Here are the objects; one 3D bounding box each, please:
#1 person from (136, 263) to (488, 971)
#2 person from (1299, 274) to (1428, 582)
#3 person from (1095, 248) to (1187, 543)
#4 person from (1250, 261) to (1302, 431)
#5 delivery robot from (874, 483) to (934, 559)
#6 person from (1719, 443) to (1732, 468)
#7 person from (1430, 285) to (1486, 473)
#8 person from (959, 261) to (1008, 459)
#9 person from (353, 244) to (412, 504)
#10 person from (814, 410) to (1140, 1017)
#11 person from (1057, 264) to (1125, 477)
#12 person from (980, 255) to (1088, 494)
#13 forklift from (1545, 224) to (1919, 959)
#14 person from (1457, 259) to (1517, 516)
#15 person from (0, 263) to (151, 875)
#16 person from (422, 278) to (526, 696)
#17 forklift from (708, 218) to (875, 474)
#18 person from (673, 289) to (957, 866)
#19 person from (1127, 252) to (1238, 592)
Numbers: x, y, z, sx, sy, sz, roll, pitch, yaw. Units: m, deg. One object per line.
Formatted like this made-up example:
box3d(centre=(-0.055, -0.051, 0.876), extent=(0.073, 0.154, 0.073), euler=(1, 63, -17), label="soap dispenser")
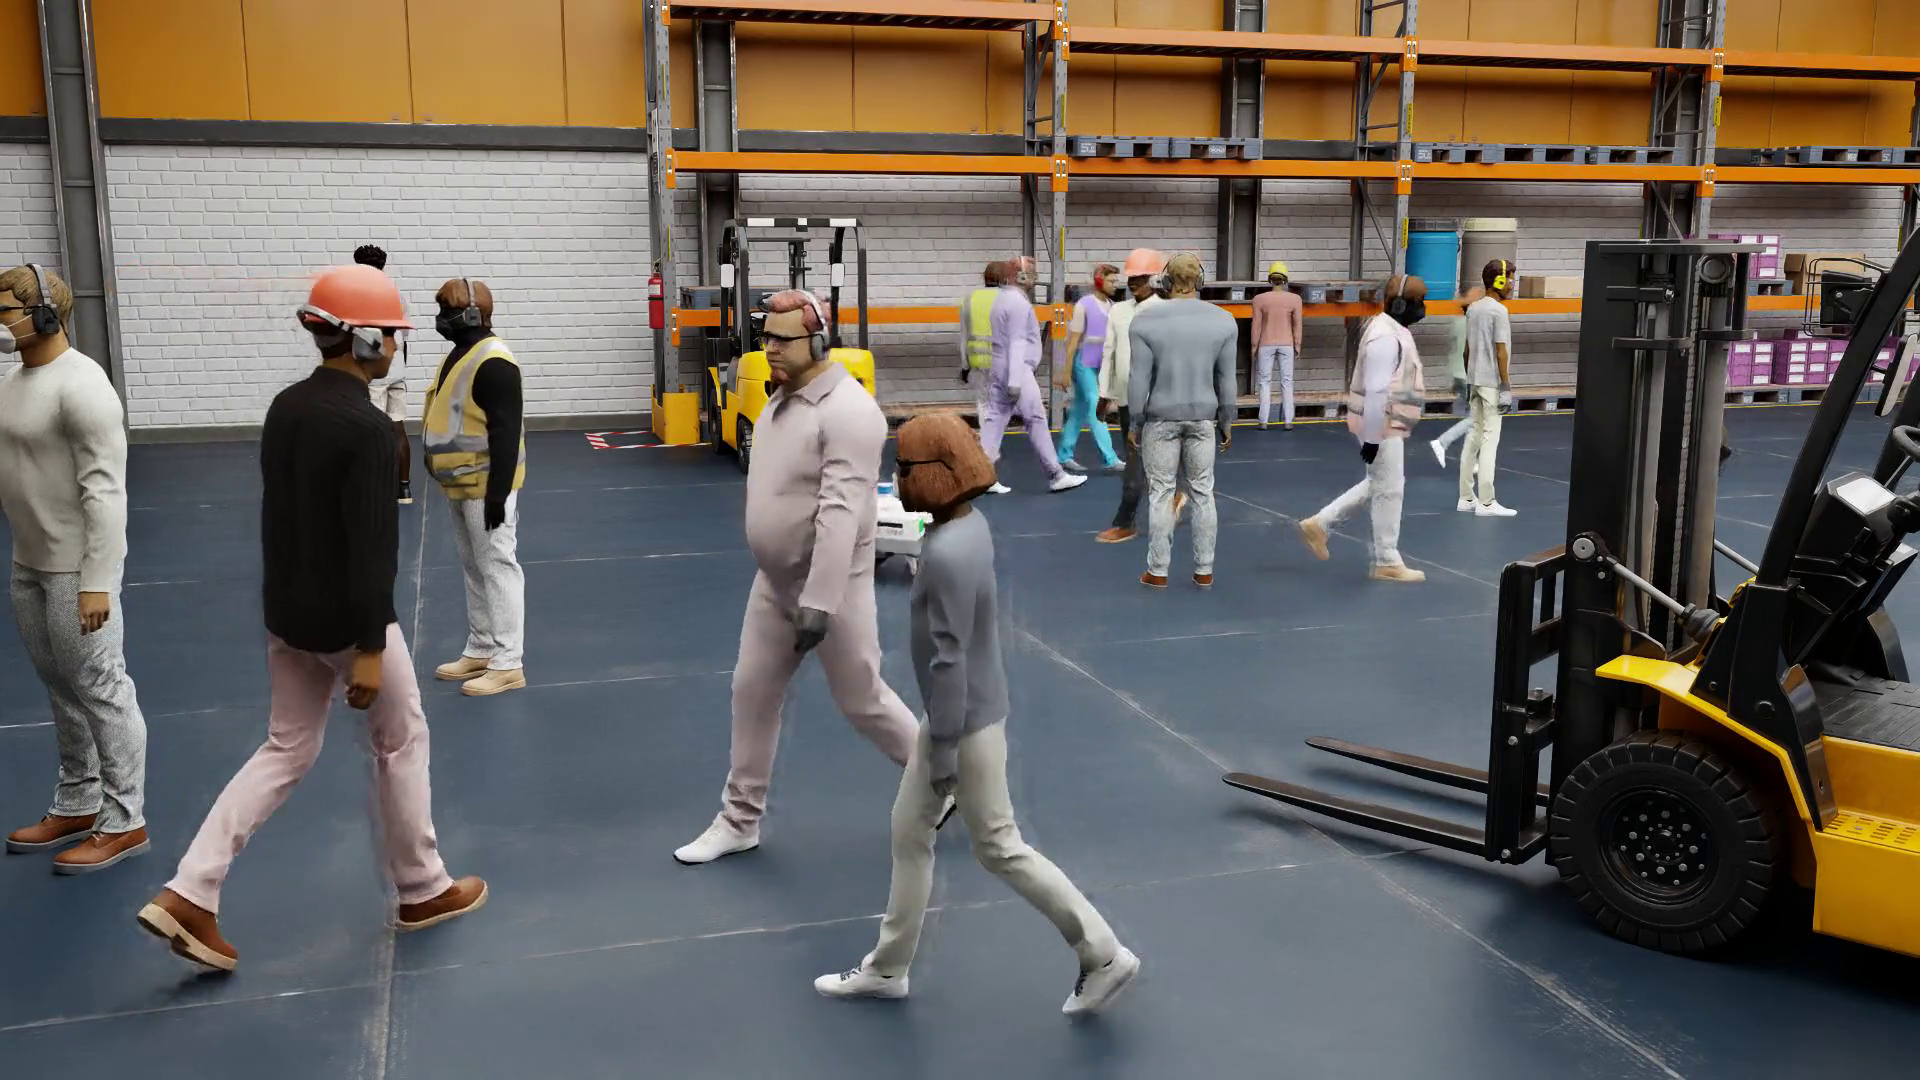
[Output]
box3d(centre=(-1.818, 0.222, 4.607), extent=(0.616, 1.961, 0.925), euler=(8, 13, 36), label="person")
box3d(centre=(2.403, -0.655, 9.796), extent=(0.680, 1.816, 0.640), euler=(4, 11, 20), label="person")
box3d(centre=(1.262, -0.993, 11.256), extent=(0.968, 1.964, 0.622), euler=(-9, 14, -42), label="person")
box3d(centre=(3.302, -2.019, 17.397), extent=(0.533, 1.767, 0.326), euler=(1, 10, 4), label="person")
box3d(centre=(-0.443, -0.097, 9.921), extent=(0.707, 0.478, 0.477), euler=(5, 12, 27), label="delivery robot")
box3d(centre=(6.082, -1.440, 13.900), extent=(0.914, 1.903, 0.552), euler=(-4, 11, -19), label="person")
box3d(centre=(4.294, -1.357, 14.174), extent=(0.587, 1.608, 0.551), euler=(-3, 11, -15), label="person")
box3d(centre=(0.265, -1.553, 14.743), extent=(0.642, 1.822, 0.752), euler=(5, 11, 25), label="person")
box3d(centre=(-4.350, -1.211, 12.434), extent=(0.366, 1.960, 0.607), euler=(4, 11, 19), label="person")
box3d(centre=(0.055, 0.458, 4.276), extent=(0.817, 1.599, 0.509), euler=(1, 10, 3), label="person")
box3d(centre=(1.185, -1.433, 14.137), extent=(0.943, 1.785, 0.580), euler=(7, 12, 33), label="person")
box3d(centre=(0.539, -1.283, 13.058), extent=(0.946, 1.862, 0.663), euler=(-3, 11, -15), label="person")
box3d(centre=(2.909, 0.117, 4.508), extent=(2.313, 2.155, 1.214), euler=(9, 14, 40), label="forklift")
box3d(centre=(3.860, -1.107, 12.132), extent=(0.328, 1.865, 0.520), euler=(-3, 11, -15), label="person")
box3d(centre=(-2.879, 0.094, 5.339), extent=(0.628, 1.940, 0.373), euler=(8, 13, 38), label="person")
box3d(centre=(-2.159, -0.236, 7.412), extent=(0.430, 1.845, 0.619), euler=(-7, 12, -32), label="person")
box3d(centre=(-1.522, -1.778, 14.899), extent=(1.214, 2.155, 2.313), euler=(-3, 11, -17), label="forklift")
box3d(centre=(-0.422, 0.123, 5.395), extent=(0.921, 1.869, 0.647), euler=(-8, 13, -36), label="person")
box3d(centre=(1.260, -0.665, 9.502), extent=(0.638, 1.937, 0.357), euler=(-1, 10, -6), label="person")
